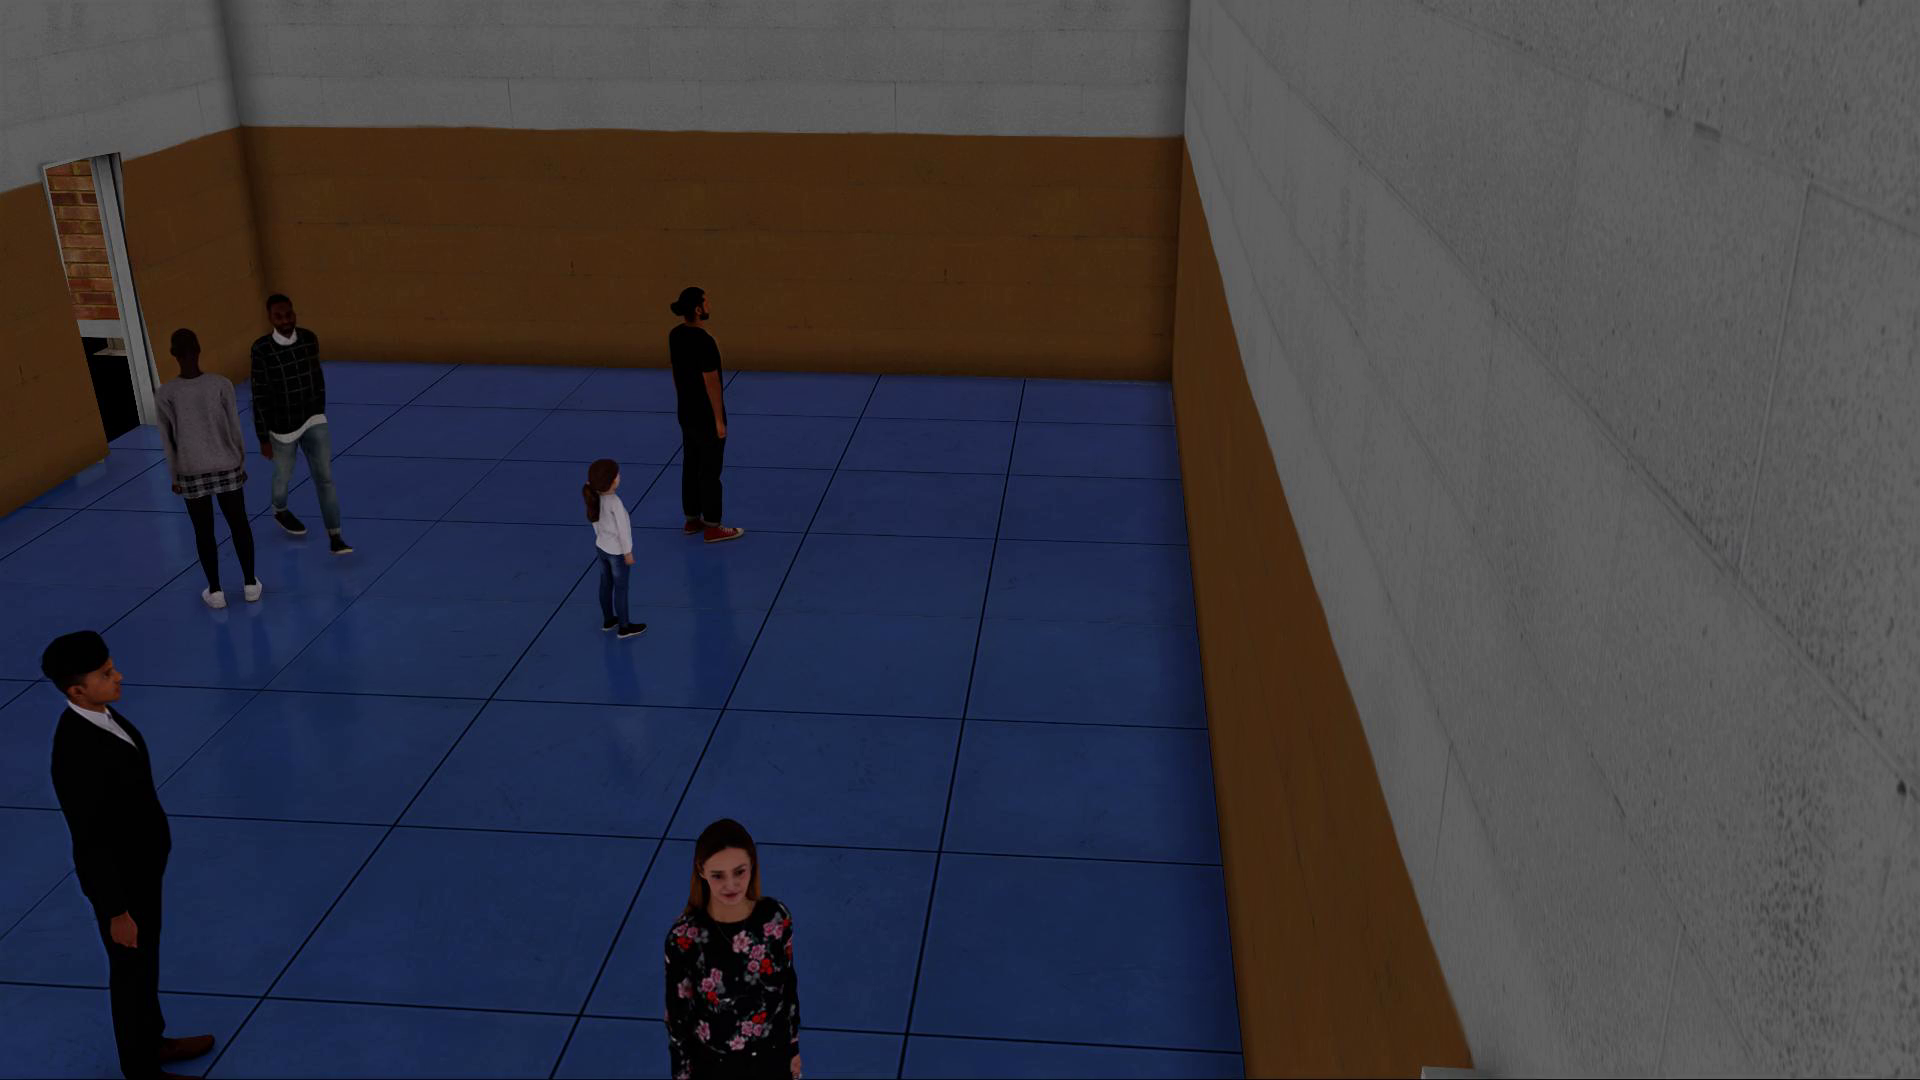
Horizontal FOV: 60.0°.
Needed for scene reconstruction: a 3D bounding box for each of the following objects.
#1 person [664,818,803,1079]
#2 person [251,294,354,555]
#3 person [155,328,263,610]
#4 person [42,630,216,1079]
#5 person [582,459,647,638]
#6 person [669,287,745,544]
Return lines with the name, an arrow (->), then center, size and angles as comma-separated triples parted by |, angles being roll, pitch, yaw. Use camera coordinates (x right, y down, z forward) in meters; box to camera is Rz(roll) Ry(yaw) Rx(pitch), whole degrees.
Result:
person -> -0.704, 1.623, 5.243 | 0.597, 1.683, 0.711 | -9, 24, -22
person -> -4.476, -0.776, 11.115 | 1.324, 1.757, 1.228 | 20, 29, 41
person -> -4.633, -0.440, 10.256 | 0.663, 1.774, 0.759 | -12, 25, -28
person -> -3.066, 1.190, 6.055 | 0.723, 1.882, 0.776 | -8, 23, -19
person -> -2.087, 0.031, 9.974 | 0.592, 1.110, 0.527 | -20, 29, -40
person -> -1.767, -0.853, 11.305 | 0.786, 1.758, 0.718 | -19, 29, -39
